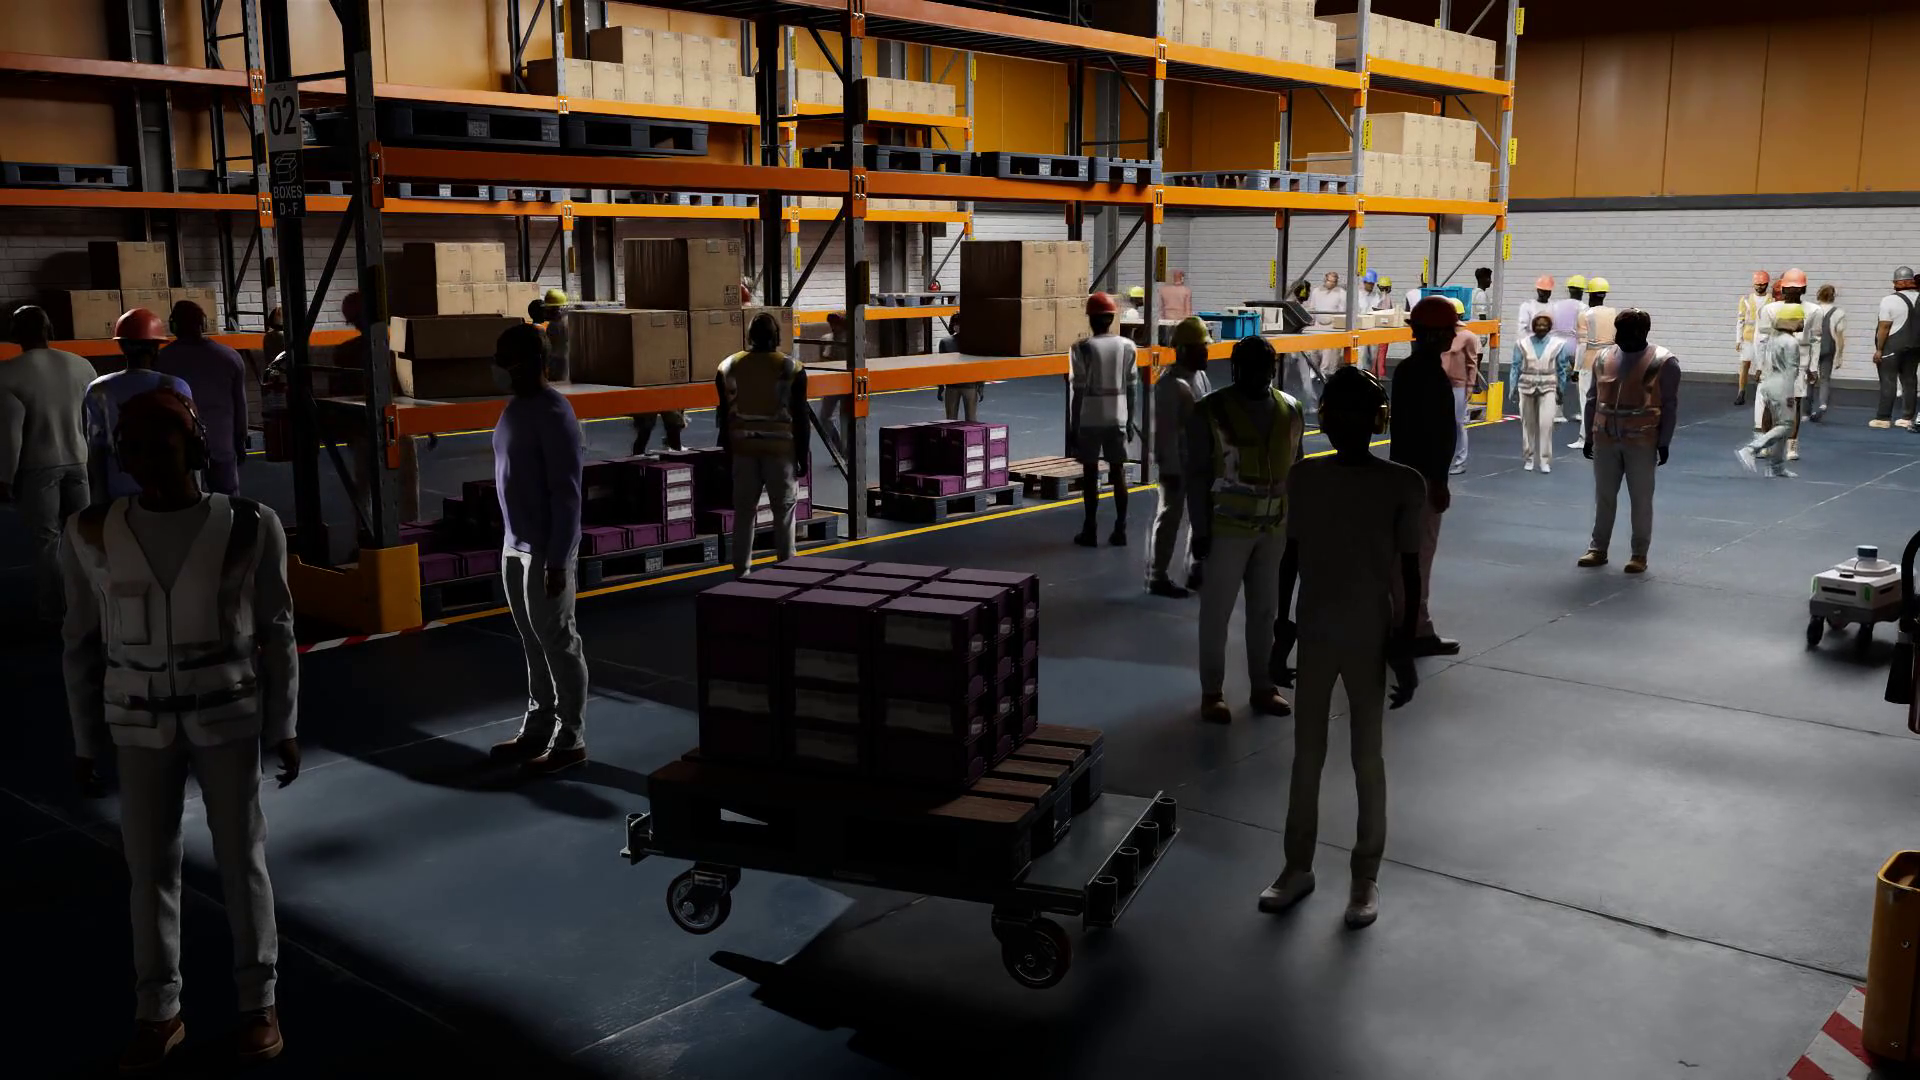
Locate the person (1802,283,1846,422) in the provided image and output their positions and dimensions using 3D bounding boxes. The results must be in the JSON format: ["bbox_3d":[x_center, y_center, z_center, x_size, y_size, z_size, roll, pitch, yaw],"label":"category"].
[{"bbox_3d":[11.062,-2.384,21.366,0.538,1.814,0.820,4,11,22],"label":"person"}]

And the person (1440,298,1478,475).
[{"bbox_3d":[4.899,-1.535,16.633,0.330,1.765,0.533,-8,12,-37],"label":"person"}]

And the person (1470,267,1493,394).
[{"bbox_3d":[7.950,-3.191,25.483,0.368,1.966,0.600,0,10,1],"label":"person"}]

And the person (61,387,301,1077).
[{"bbox_3d":[-2.120,0.526,4.559,0.586,1.882,0.342,-3,10,-15],"label":"person"}]

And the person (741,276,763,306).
[{"bbox_3d":[-2.524,-2.239,20.191,0.446,1.918,0.652,-5,11,-26],"label":"person"}]

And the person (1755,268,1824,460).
[{"bbox_3d":[8.822,-1.865,17.728,0.615,2.038,0.395,5,11,25],"label":"person"}]

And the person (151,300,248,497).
[{"bbox_3d":[-5.115,-0.649,11.174,0.643,1.913,0.410,-9,14,-43],"label":"person"}]

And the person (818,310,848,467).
[{"bbox_3d":[-1.248,-1.559,17.147,0.528,1.619,0.377,6,12,31],"label":"person"}]

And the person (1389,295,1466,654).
[{"bbox_3d":[2.604,-0.369,9.335,0.380,1.996,0.608,-1,10,-6],"label":"person"}]

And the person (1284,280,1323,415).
[{"bbox_3d":[4.571,-2.581,22.426,0.961,1.816,0.526,-3,10,-18],"label":"person"}]

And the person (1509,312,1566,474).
[{"bbox_3d":[5.784,-1.465,16.685,0.529,1.610,0.742,4,11,21],"label":"person"}]

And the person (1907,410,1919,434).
[{"bbox_3d":[12.021,-2.178,20.232,0.936,1.790,0.598,-4,11,-23],"label":"person"}]

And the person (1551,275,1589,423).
[{"bbox_3d":[7.945,-2.461,21.516,0.796,1.894,0.592,-9,13,-41],"label":"person"}]

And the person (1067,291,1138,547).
[{"bbox_3d":[1.069,-0.914,12.612,0.551,1.934,0.378,-3,10,-15],"label":"person"}]

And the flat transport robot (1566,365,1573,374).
[{"bbox_3d":[10.690,-2.929,28.819,1.431,0.197,0.652,-1,10,-4],"label":"flat transport robot"}]

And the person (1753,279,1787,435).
[{"bbox_3d":[9.799,-2.177,19.947,0.356,1.886,0.574,-6,11,-30],"label":"person"}]

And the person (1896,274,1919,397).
[{"bbox_3d":[14.477,-3.097,25.246,0.329,1.865,0.513,-8,13,-38],"label":"person"}]

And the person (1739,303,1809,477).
[{"bbox_3d":[7.998,-1.456,16.300,0.514,1.728,0.482,2,10,10],"label":"person"}]

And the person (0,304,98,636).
[{"bbox_3d":[-5.315,-0.403,9.711,0.370,1.934,0.627,5,11,28],"label":"person"}]

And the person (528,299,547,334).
[{"bbox_3d":[-4.730,-1.853,18.668,0.533,1.687,0.320,6,12,33],"label":"person"}]

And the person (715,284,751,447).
[{"bbox_3d":[-2.022,-1.339,15.040,0.376,1.933,0.546,5,11,26],"label":"person"}]

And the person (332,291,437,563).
[{"bbox_3d":[-4.102,-0.788,11.869,0.687,1.951,0.385,0,10,-2],"label":"person"}]

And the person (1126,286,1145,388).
[{"bbox_3d":[2.472,-2.701,23.426,0.932,1.713,0.536,1,10,6],"label":"person"}]

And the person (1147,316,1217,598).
[{"bbox_3d":[1.491,-0.514,10.660,0.638,1.815,0.617,6,12,31],"label":"person"}]

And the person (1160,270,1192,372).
[{"bbox_3d":[3.908,-3.906,29.882,0.640,1.855,0.999,6,12,30],"label":"person"}]

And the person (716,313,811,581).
[{"bbox_3d":[-1.287,-0.578,11.013,0.621,1.835,0.430,2,10,9],"label":"person"}]

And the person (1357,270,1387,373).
[{"bbox_3d":[6.355,-3.258,25.990,0.624,1.924,0.818,0,10,0],"label":"person"}]

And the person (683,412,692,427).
[{"bbox_3d":[-3.480,-2.257,21.011,0.551,1.677,0.672,8,12,37],"label":"person"}]

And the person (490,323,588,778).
[{"bbox_3d":[-1.818,0.044,7.148,0.372,1.940,0.627,-7,12,-35],"label":"person"}]

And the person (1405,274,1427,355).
[{"bbox_3d":[7.580,-3.466,27.277,0.616,1.895,0.574,4,11,22],"label":"person"}]

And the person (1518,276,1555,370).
[{"bbox_3d":[7.761,-2.589,22.305,0.554,1.895,0.959,2,10,9],"label":"person"}]

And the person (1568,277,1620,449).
[{"bbox_3d":[7.108,-1.973,18.661,0.595,1.925,0.370,-4,11,-23],"label":"person"}]

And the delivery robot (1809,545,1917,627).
[{"bbox_3d":[5.165,0.275,9.503,0.707,0.478,0.477,-9,13,-40],"label":"delivery robot"}]

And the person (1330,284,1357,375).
[{"bbox_3d":[6.938,-3.715,29.497,0.774,1.609,0.518,-2,10,-10],"label":"person"}]

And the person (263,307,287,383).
[{"bbox_3d":[-7.286,-1.688,17.903,0.497,1.629,0.277,7,12,33],"label":"person"}]

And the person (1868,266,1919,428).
[{"bbox_3d":[11.805,-2.433,20.962,0.687,2.000,0.536,-1,10,-8],"label":"person"}]

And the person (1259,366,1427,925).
[{"bbox_3d":[1.288,0.352,5.588,0.520,1.873,0.328,6,11,30],"label":"person"}]

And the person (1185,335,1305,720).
[{"bbox_3d":[1.391,-0.060,8.016,0.625,1.844,0.429,-3,10,-18],"label":"person"}]

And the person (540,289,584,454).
[{"bbox_3d":[-4.381,-1.793,17.967,0.632,1.804,0.625,-7,12,-34],"label":"person"}]

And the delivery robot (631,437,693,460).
[{"bbox_3d":[-2.619,-0.685,14.970,0.477,0.478,0.707,6,12,32],"label":"delivery robot"}]

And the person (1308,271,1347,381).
[{"bbox_3d":[6.198,-3.619,28.199,0.688,1.879,0.479,5,11,26],"label":"person"}]

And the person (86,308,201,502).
[{"bbox_3d":[-4.339,-0.266,8.920,0.550,1.933,0.374,-1,10,-5],"label":"person"}]

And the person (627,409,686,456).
[{"bbox_3d":[-2.735,-1.347,14.942,0.618,2.011,0.960,-5,11,-27],"label":"person"}]

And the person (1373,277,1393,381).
[{"bbox_3d":[7.183,-3.576,28.239,0.305,1.772,0.527,-3,10,-17],"label":"person"}]

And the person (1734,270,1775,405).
[{"bbox_3d":[11.425,-2.886,23.836,0.550,1.935,0.375,5,11,26],"label":"person"}]

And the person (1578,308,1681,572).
[{"bbox_3d":[4.663,-0.697,11.651,0.633,1.838,0.429,10,14,44],"label":"person"}]

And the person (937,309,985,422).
[{"bbox_3d":[0.011,-1.538,17.021,0.505,1.632,0.269,3,10,17],"label":"person"}]

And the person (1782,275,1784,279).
[{"bbox_3d":[13.070,-3.329,26.550,0.654,1.877,0.488,-8,13,-39],"label":"person"}]
